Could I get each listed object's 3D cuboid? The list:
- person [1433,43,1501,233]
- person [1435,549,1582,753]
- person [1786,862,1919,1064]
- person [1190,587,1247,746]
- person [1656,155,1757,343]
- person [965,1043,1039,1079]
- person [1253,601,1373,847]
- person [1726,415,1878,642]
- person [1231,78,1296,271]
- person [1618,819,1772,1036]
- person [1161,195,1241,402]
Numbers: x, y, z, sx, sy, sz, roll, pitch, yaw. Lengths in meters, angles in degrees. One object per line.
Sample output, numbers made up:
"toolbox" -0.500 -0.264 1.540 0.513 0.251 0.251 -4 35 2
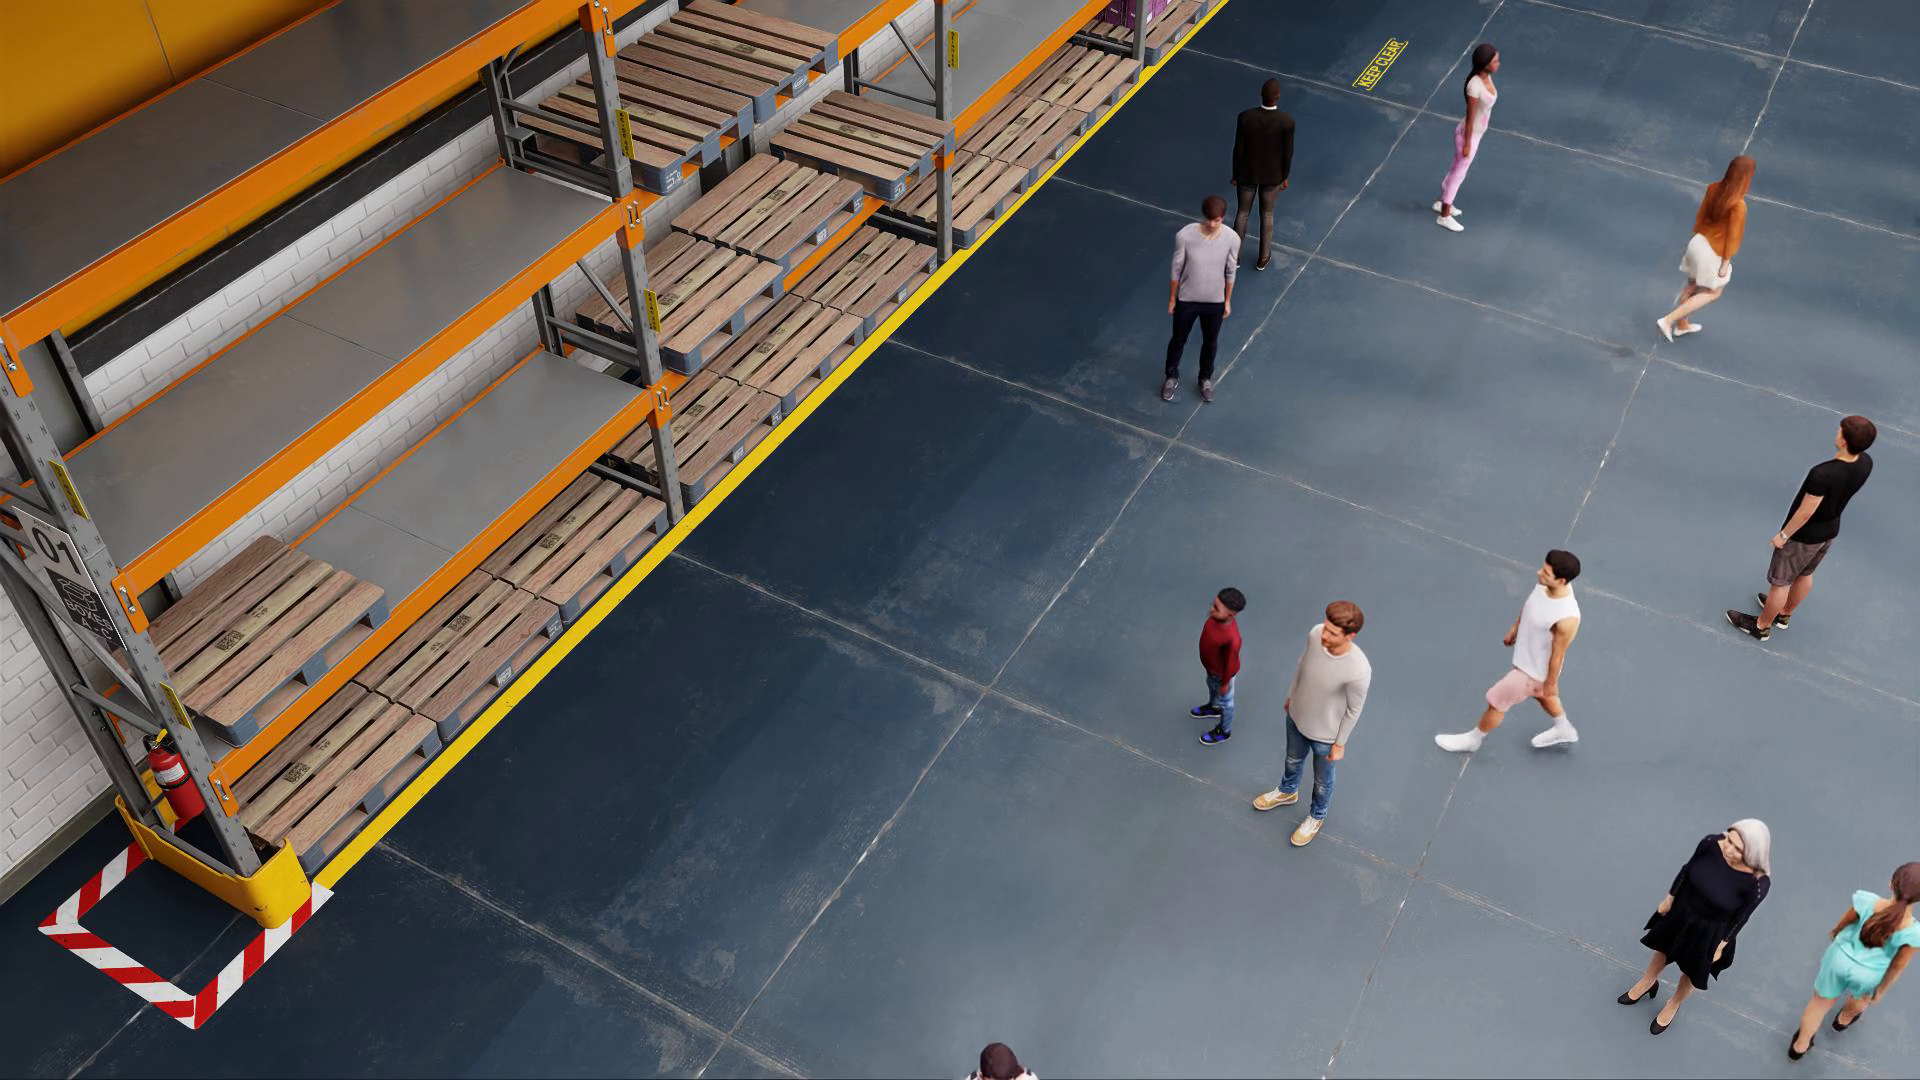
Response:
"person" 4.523 -3.614 14.838 0.664 1.742 0.497 18 46 18
"person" 3.649 0.735 10.268 1.006 1.750 1.171 4 44 5
"person" 4.717 2.286 8.794 0.641 1.537 0.859 31 52 28
"person" 1.670 0.777 10.584 0.636 1.252 0.573 -9 44 -10
"person" 6.024 -2.323 13.505 0.922 1.714 0.862 -10 45 -10
"person" 0.182 2.843 8.137 0.775 1.638 0.840 -8 44 -8
"person" 2.126 1.050 9.824 0.734 1.906 0.742 -25 49 -24
"person" 5.650 -0.073 11.036 0.709 1.862 0.822 -21 47 -20
"person" 2.580 -3.136 14.295 0.722 1.800 0.679 8 44 8
"person" 3.943 2.053 8.887 0.707 1.747 0.689 -24 48 -23
"person" 1.874 -1.898 12.964 0.735 1.842 0.709 2 44 3
